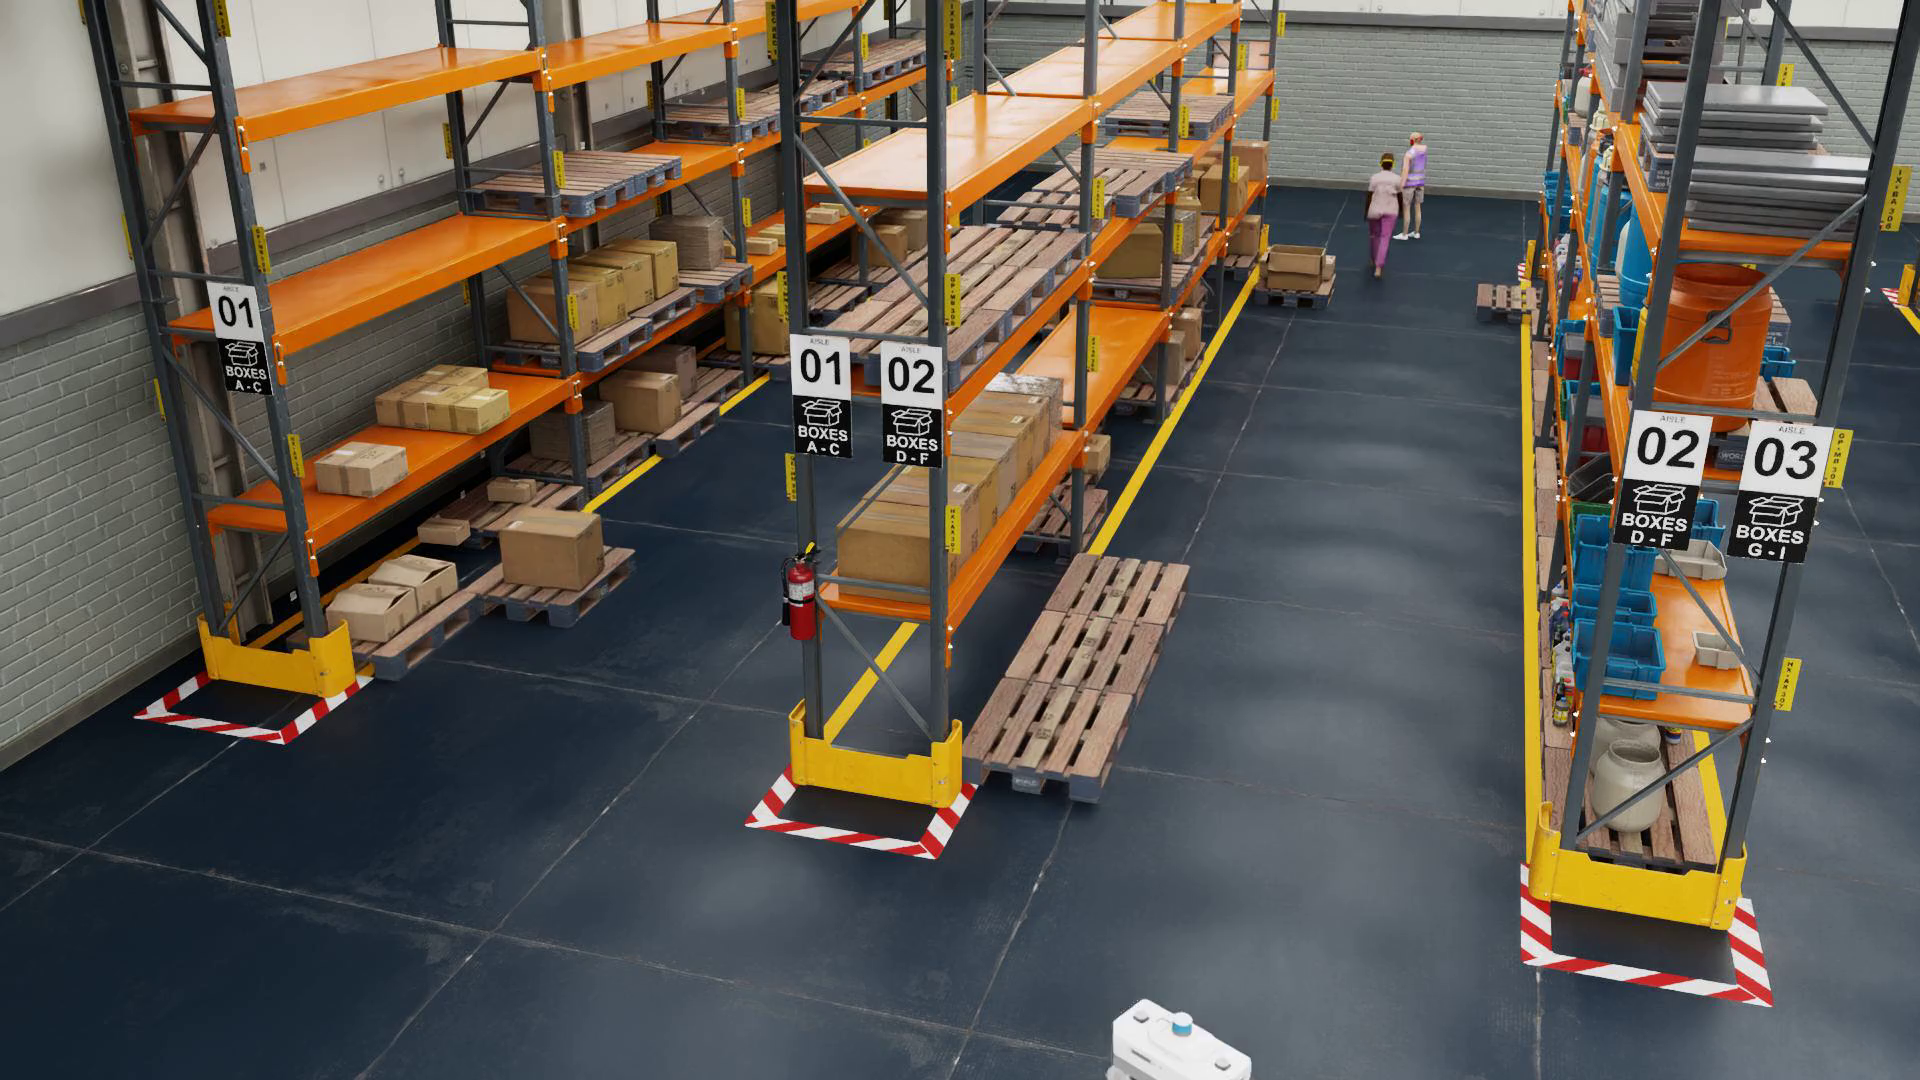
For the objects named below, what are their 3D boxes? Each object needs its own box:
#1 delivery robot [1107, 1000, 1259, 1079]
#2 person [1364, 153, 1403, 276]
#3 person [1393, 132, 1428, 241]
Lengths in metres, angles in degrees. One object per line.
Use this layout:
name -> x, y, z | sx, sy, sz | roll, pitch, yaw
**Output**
delivery robot -> 1.142, 2.713, 8.541 | 0.814, 0.610, 0.499 | 21, 31, 40
person -> 6.220, -4.801, 24.432 | 0.518, 1.745, 0.964 | 8, 25, 18
person -> 7.174, -5.607, 26.386 | 0.489, 1.688, 0.352 | -14, 27, -29
